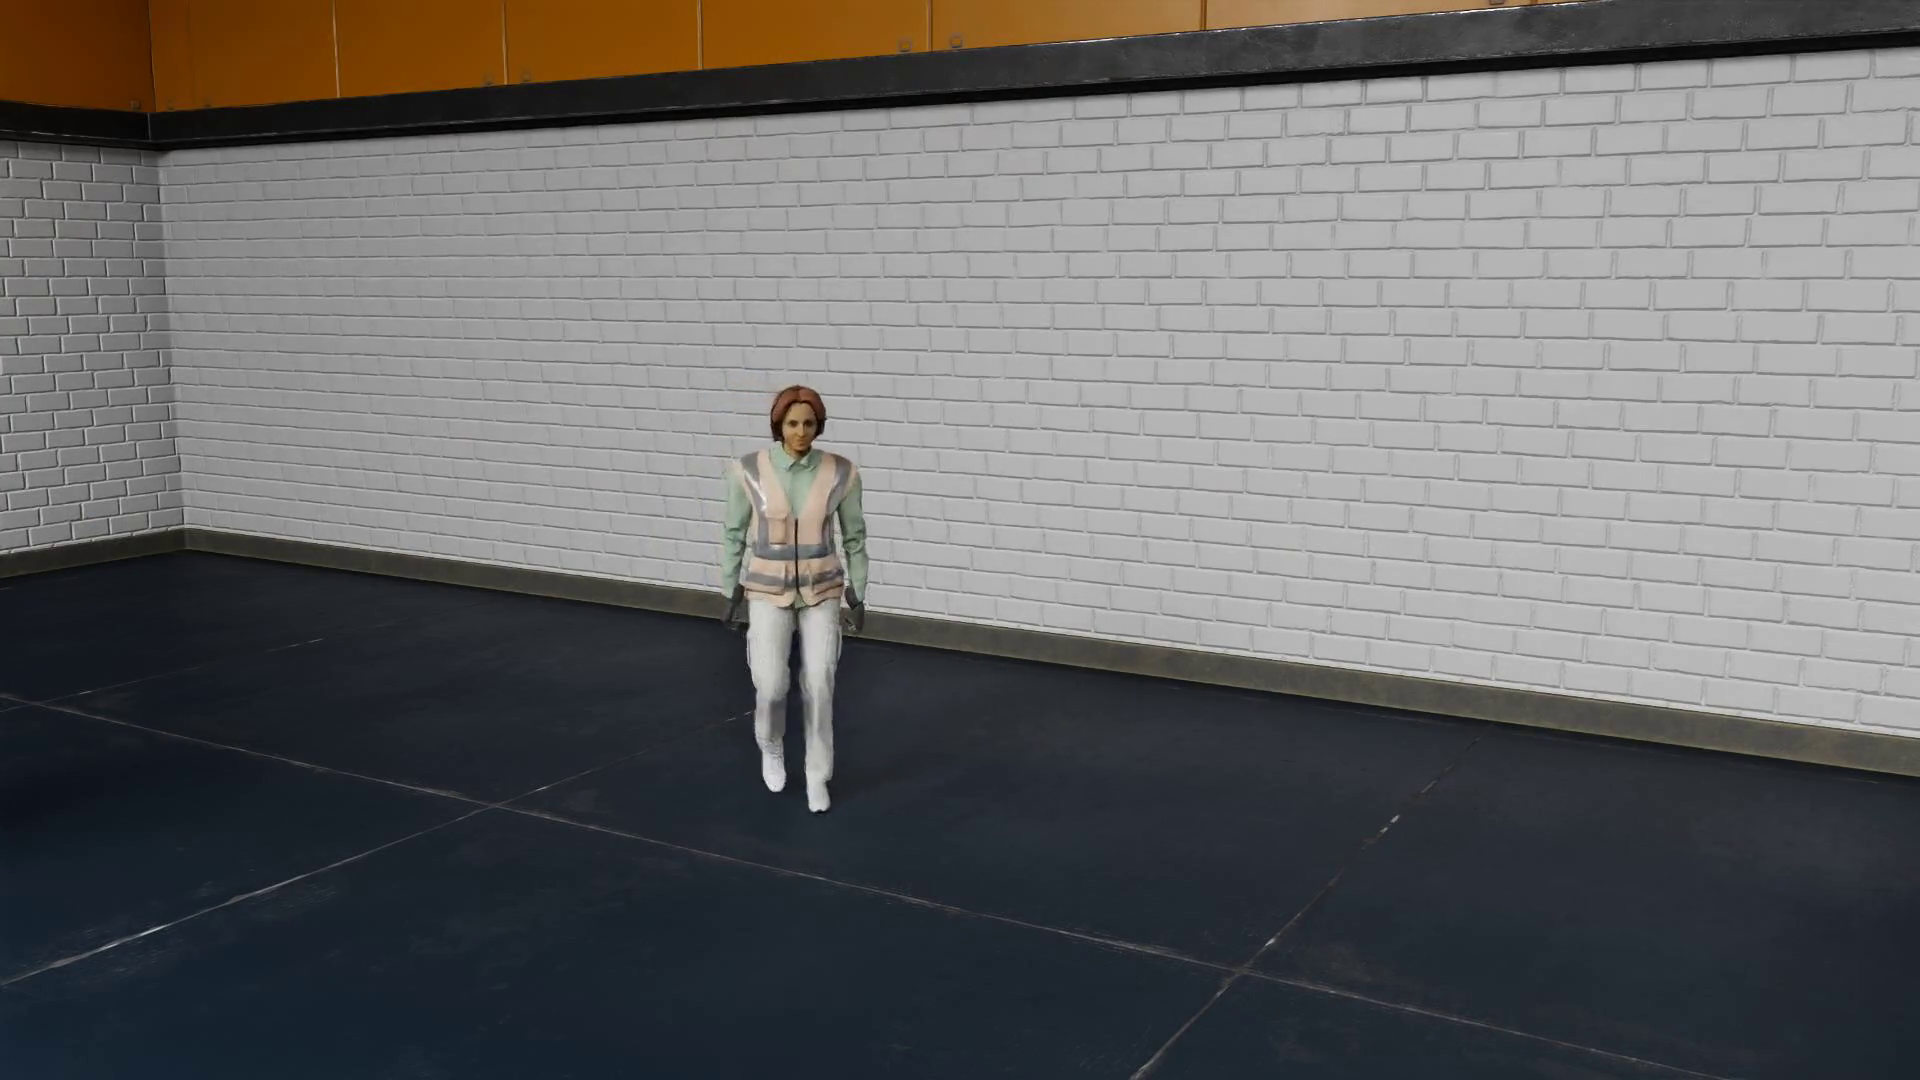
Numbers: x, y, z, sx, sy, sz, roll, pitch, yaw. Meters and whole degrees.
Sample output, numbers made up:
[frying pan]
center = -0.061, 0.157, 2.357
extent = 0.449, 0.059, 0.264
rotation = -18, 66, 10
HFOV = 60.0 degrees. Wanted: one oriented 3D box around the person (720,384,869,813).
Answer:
[person]
center = -0.620, 0.225, 6.213
extent = 0.567, 1.616, 0.380
rotation = -2, 9, -10
